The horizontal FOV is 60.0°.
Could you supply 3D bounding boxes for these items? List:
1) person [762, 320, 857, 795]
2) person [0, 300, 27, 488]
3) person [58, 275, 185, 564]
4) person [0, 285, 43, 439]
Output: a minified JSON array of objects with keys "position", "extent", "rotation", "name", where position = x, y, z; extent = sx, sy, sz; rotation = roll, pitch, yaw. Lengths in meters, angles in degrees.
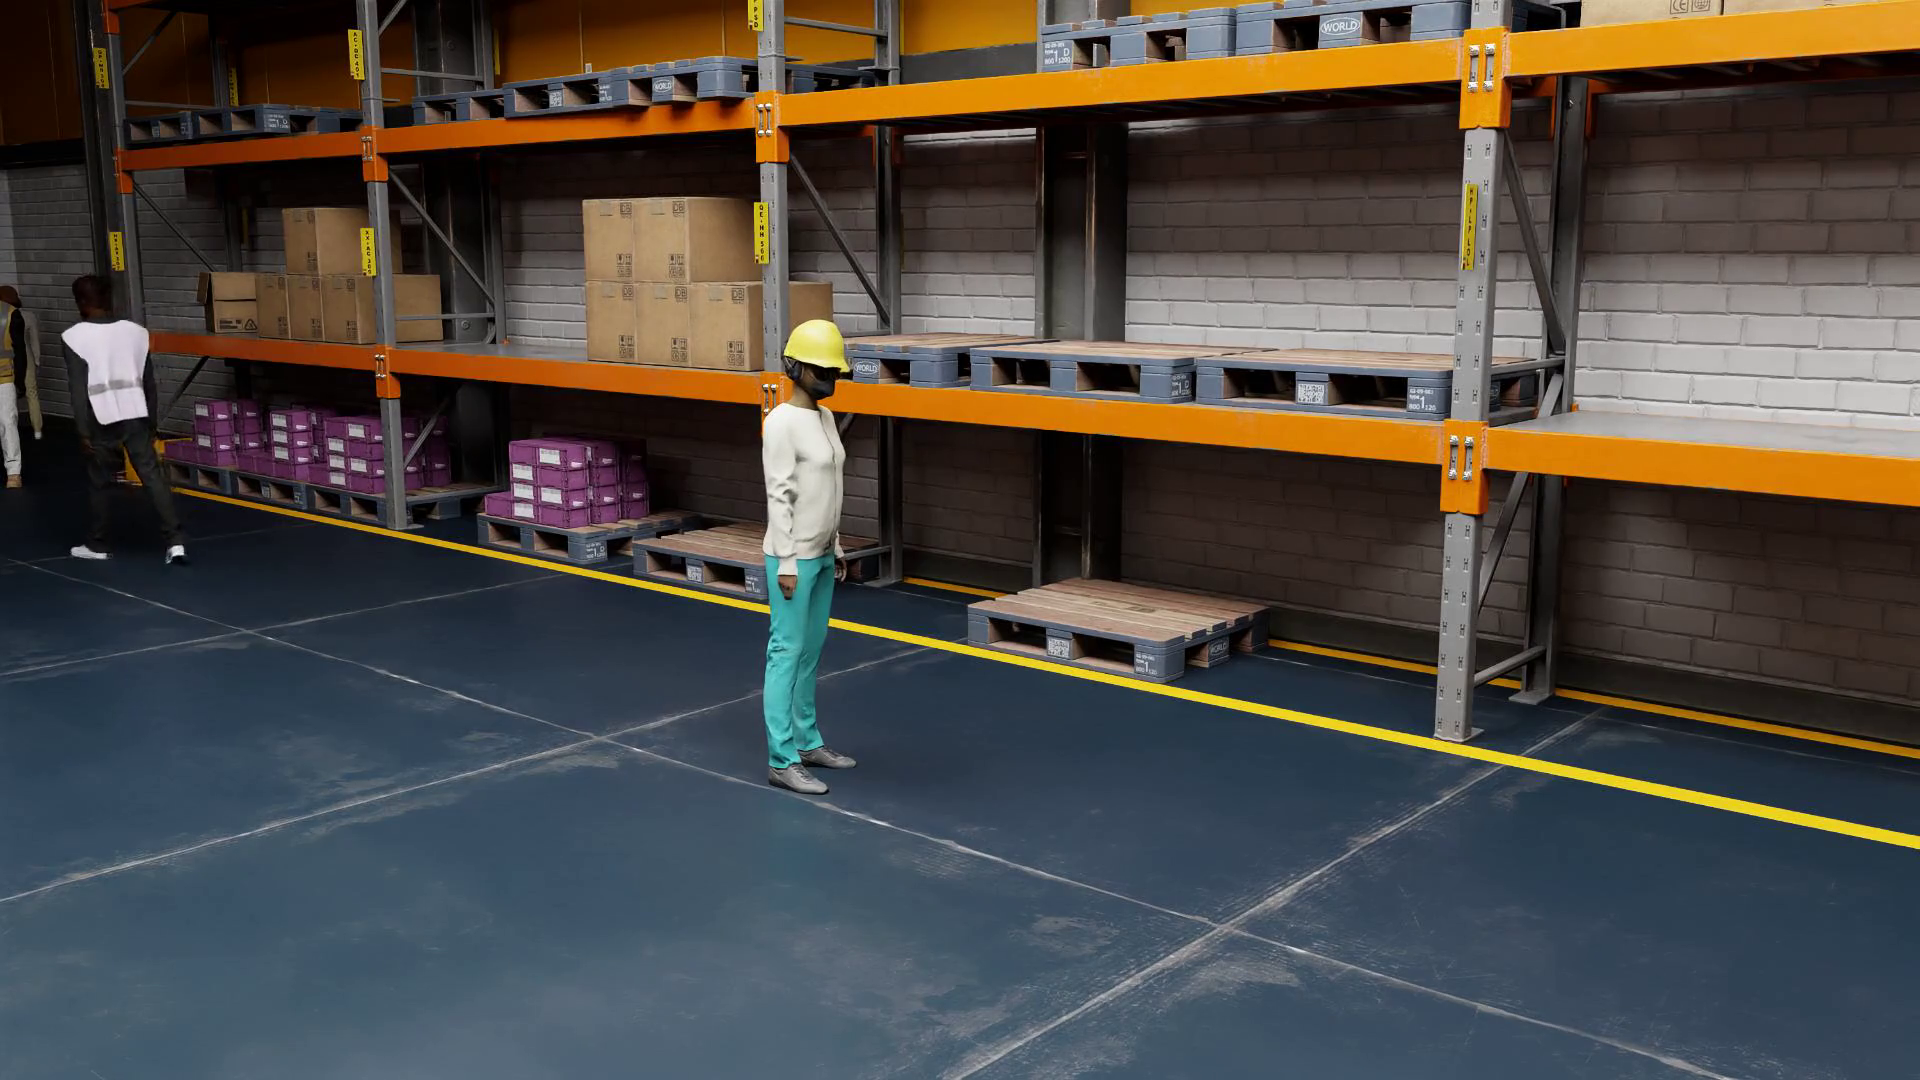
[{"position":[-0.560,0.058,6.258],"extent":[0.328,1.760,0.523],"rotation":[3,10,17],"name":"person"},{"position":[-8.202,-1.345,14.009],"extent":[0.622,1.845,0.429],"rotation":[-3,10,-16],"name":"person"},{"position":[-5.366,-0.753,10.623],"extent":[1.043,1.862,0.619],"rotation":[6,12,33],"name":"person"},{"position":[-9.955,-1.859,17.524],"extent":[0.498,1.634,0.281],"rotation":[-9,13,-40],"name":"person"}]
